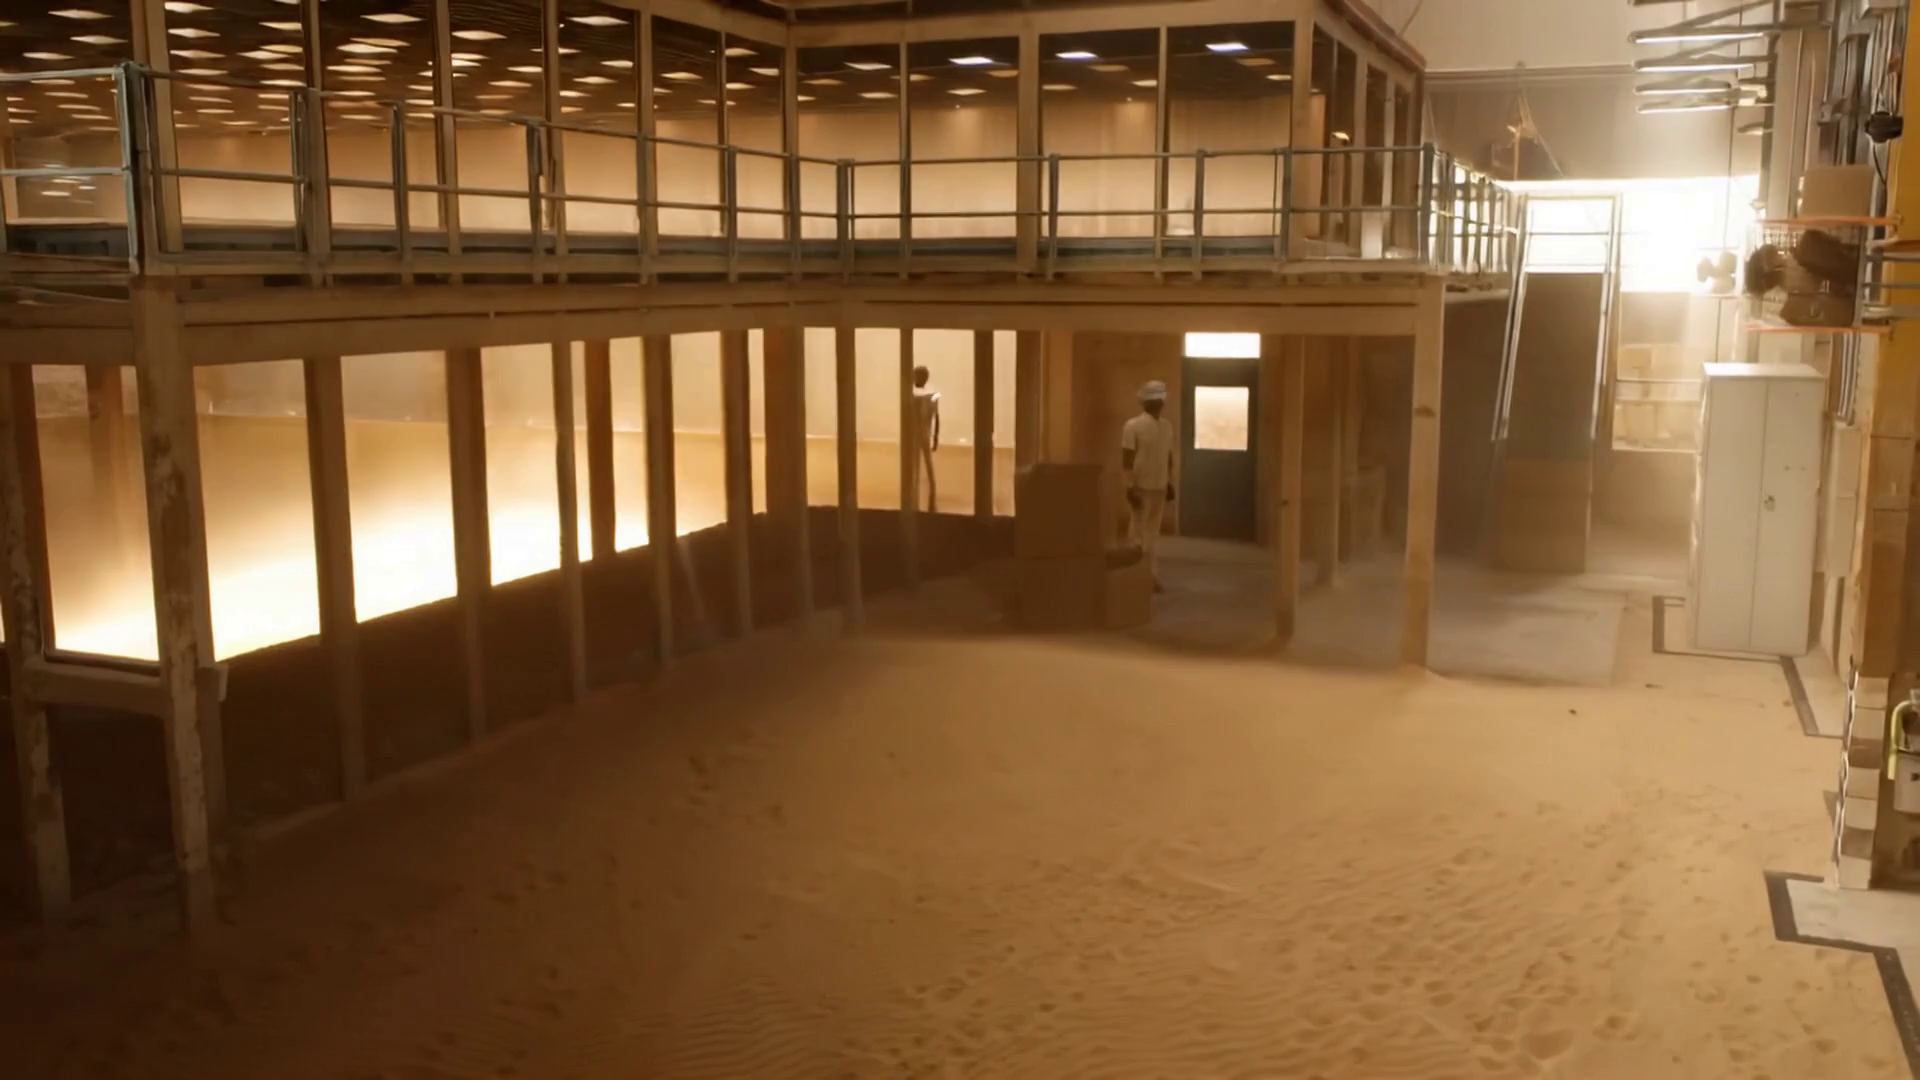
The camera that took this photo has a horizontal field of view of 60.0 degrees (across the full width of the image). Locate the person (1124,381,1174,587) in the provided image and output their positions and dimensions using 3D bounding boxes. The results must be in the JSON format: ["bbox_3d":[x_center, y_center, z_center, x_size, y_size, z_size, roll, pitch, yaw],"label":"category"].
[{"bbox_3d":[1.846,-0.548,16.172,0.612,1.995,0.382,-8,12,-41],"label":"person"}]
